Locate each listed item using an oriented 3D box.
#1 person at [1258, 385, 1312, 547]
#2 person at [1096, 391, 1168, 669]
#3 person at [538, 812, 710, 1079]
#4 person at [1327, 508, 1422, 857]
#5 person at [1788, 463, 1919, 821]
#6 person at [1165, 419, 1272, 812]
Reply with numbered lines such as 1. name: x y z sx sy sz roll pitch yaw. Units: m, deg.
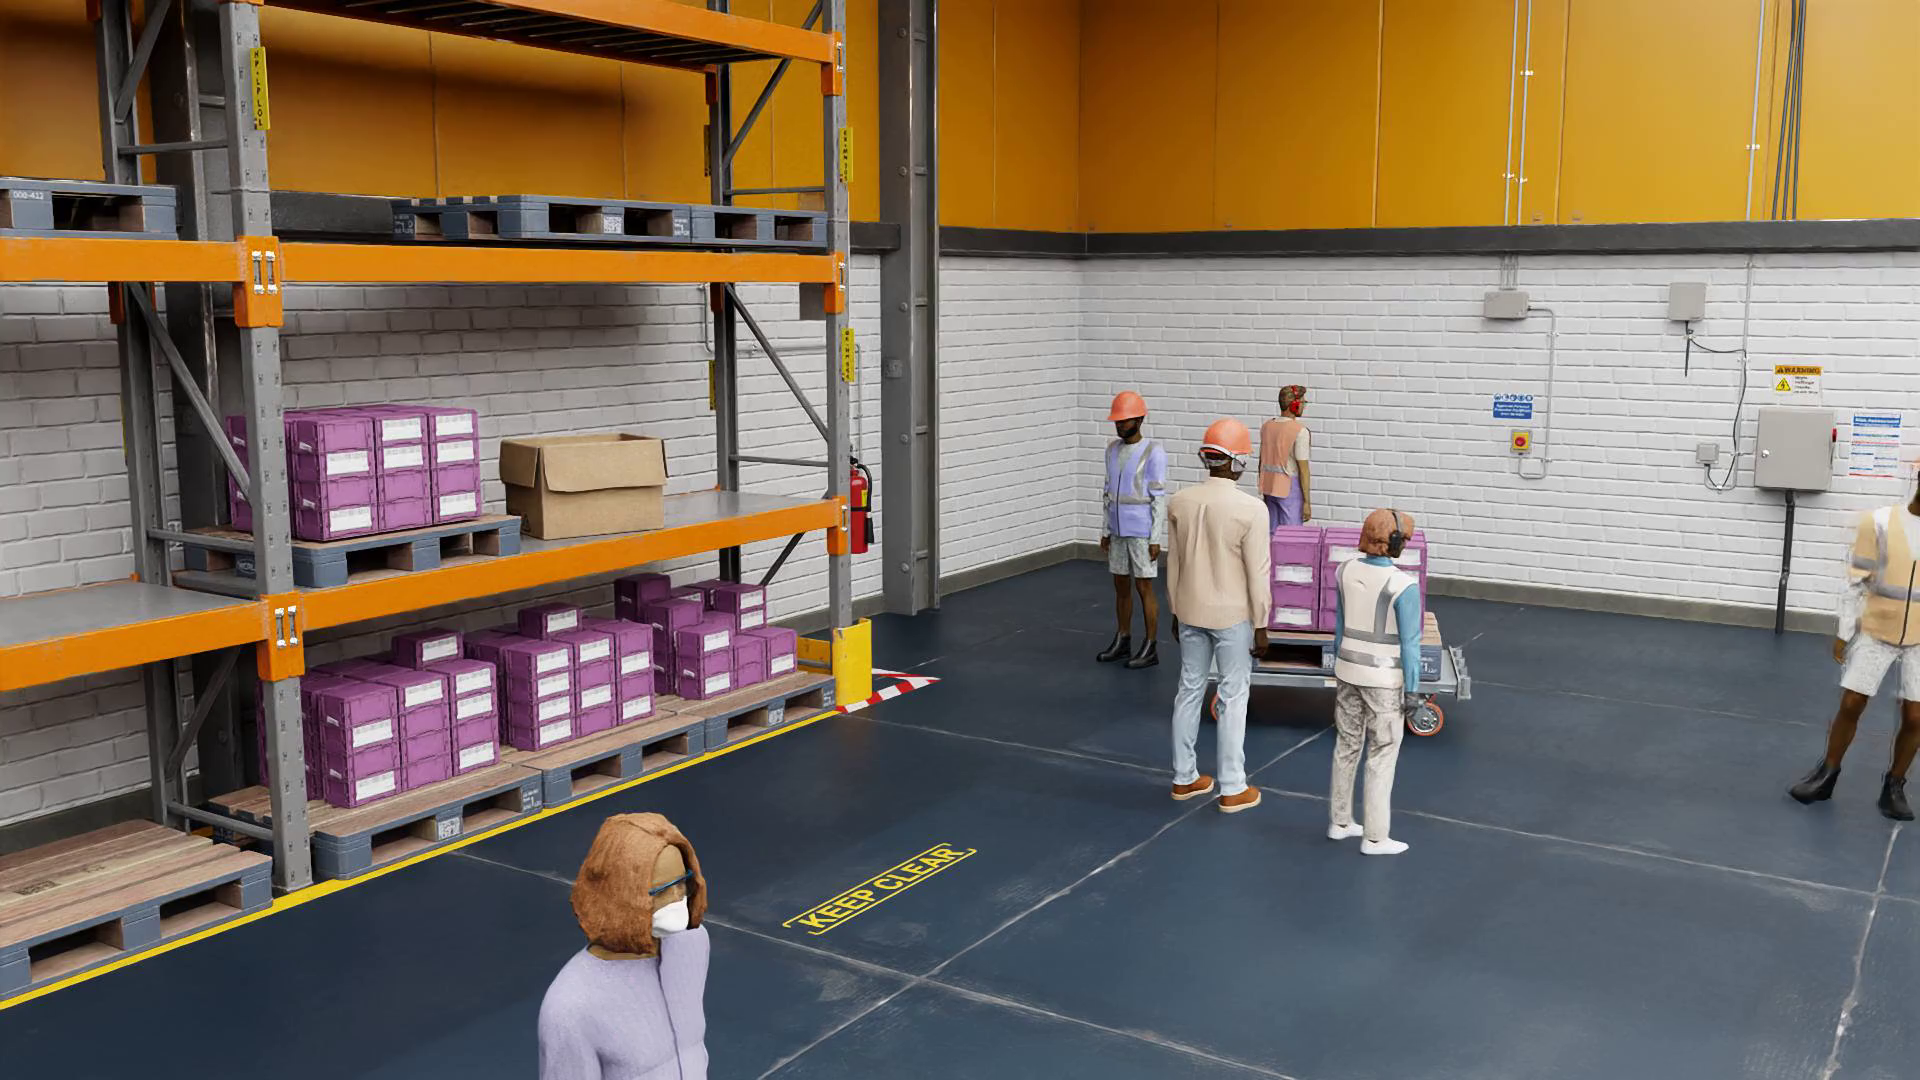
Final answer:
1. person: 2.648 -0.345 13.588 0.375 1.843 0.575 -5 10 -28
2. person: 1.173 -0.070 11.552 0.392 1.929 0.552 -7 11 -39
3. person: -0.643 1.335 3.357 0.266 1.631 0.507 4 10 25
4. person: 1.927 0.661 7.754 0.314 1.630 0.527 -5 10 -30
5. person: 4.609 0.462 8.229 0.724 1.883 0.413 5 10 32
6. person: 1.317 0.378 8.450 0.614 1.988 0.399 8 12 44
